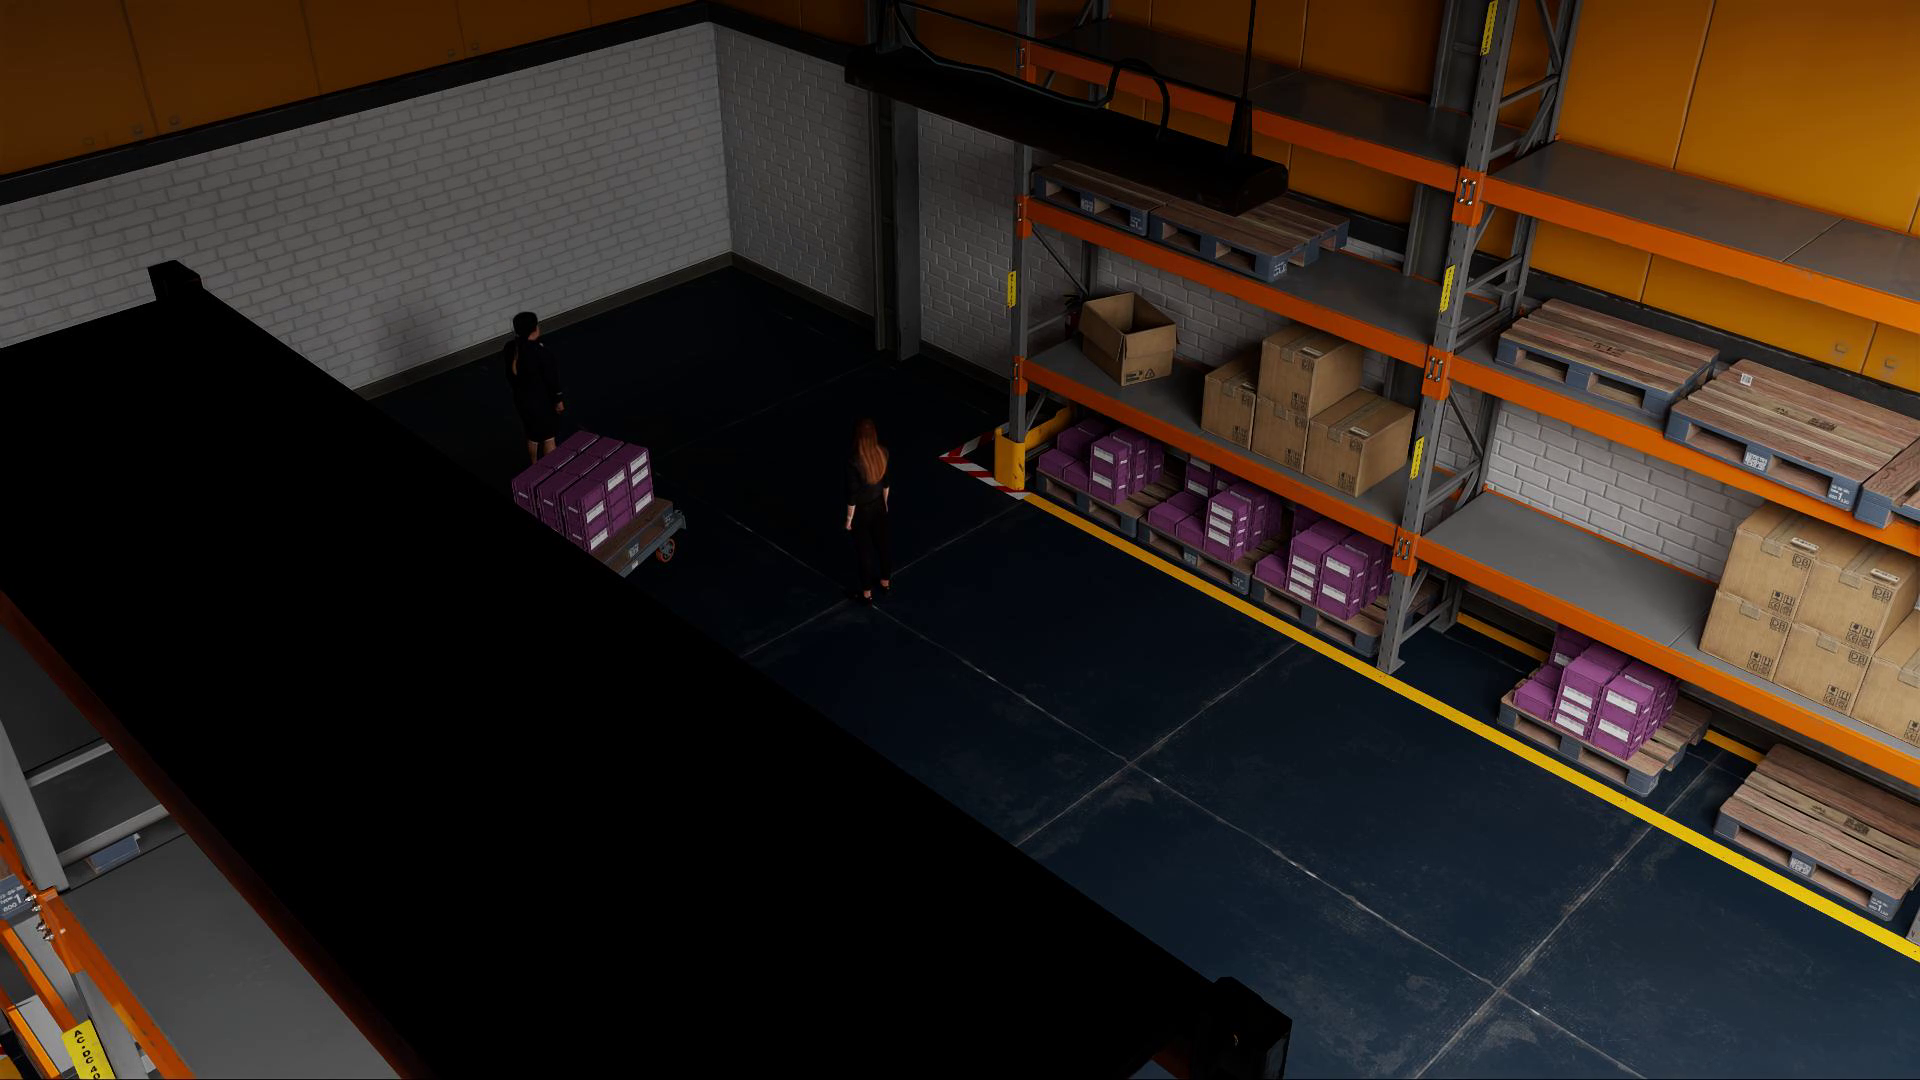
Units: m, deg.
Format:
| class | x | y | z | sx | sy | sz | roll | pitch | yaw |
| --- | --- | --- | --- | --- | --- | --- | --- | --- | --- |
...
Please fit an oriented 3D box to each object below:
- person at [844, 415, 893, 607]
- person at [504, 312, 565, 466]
| class | x | y | z | sx | sy | sz | roll | pitch | yaw |
| --- | --- | --- | --- | --- | --- | --- | --- | --- | --- |
| person | -0.736 | -0.243 | 13.417 | 0.591 | 1.713 | 0.507 | -28 | 43 | -35 |
| person | -3.827 | -1.263 | 14.988 | 0.684 | 1.671 | 0.839 | 16 | 37 | 22 |
